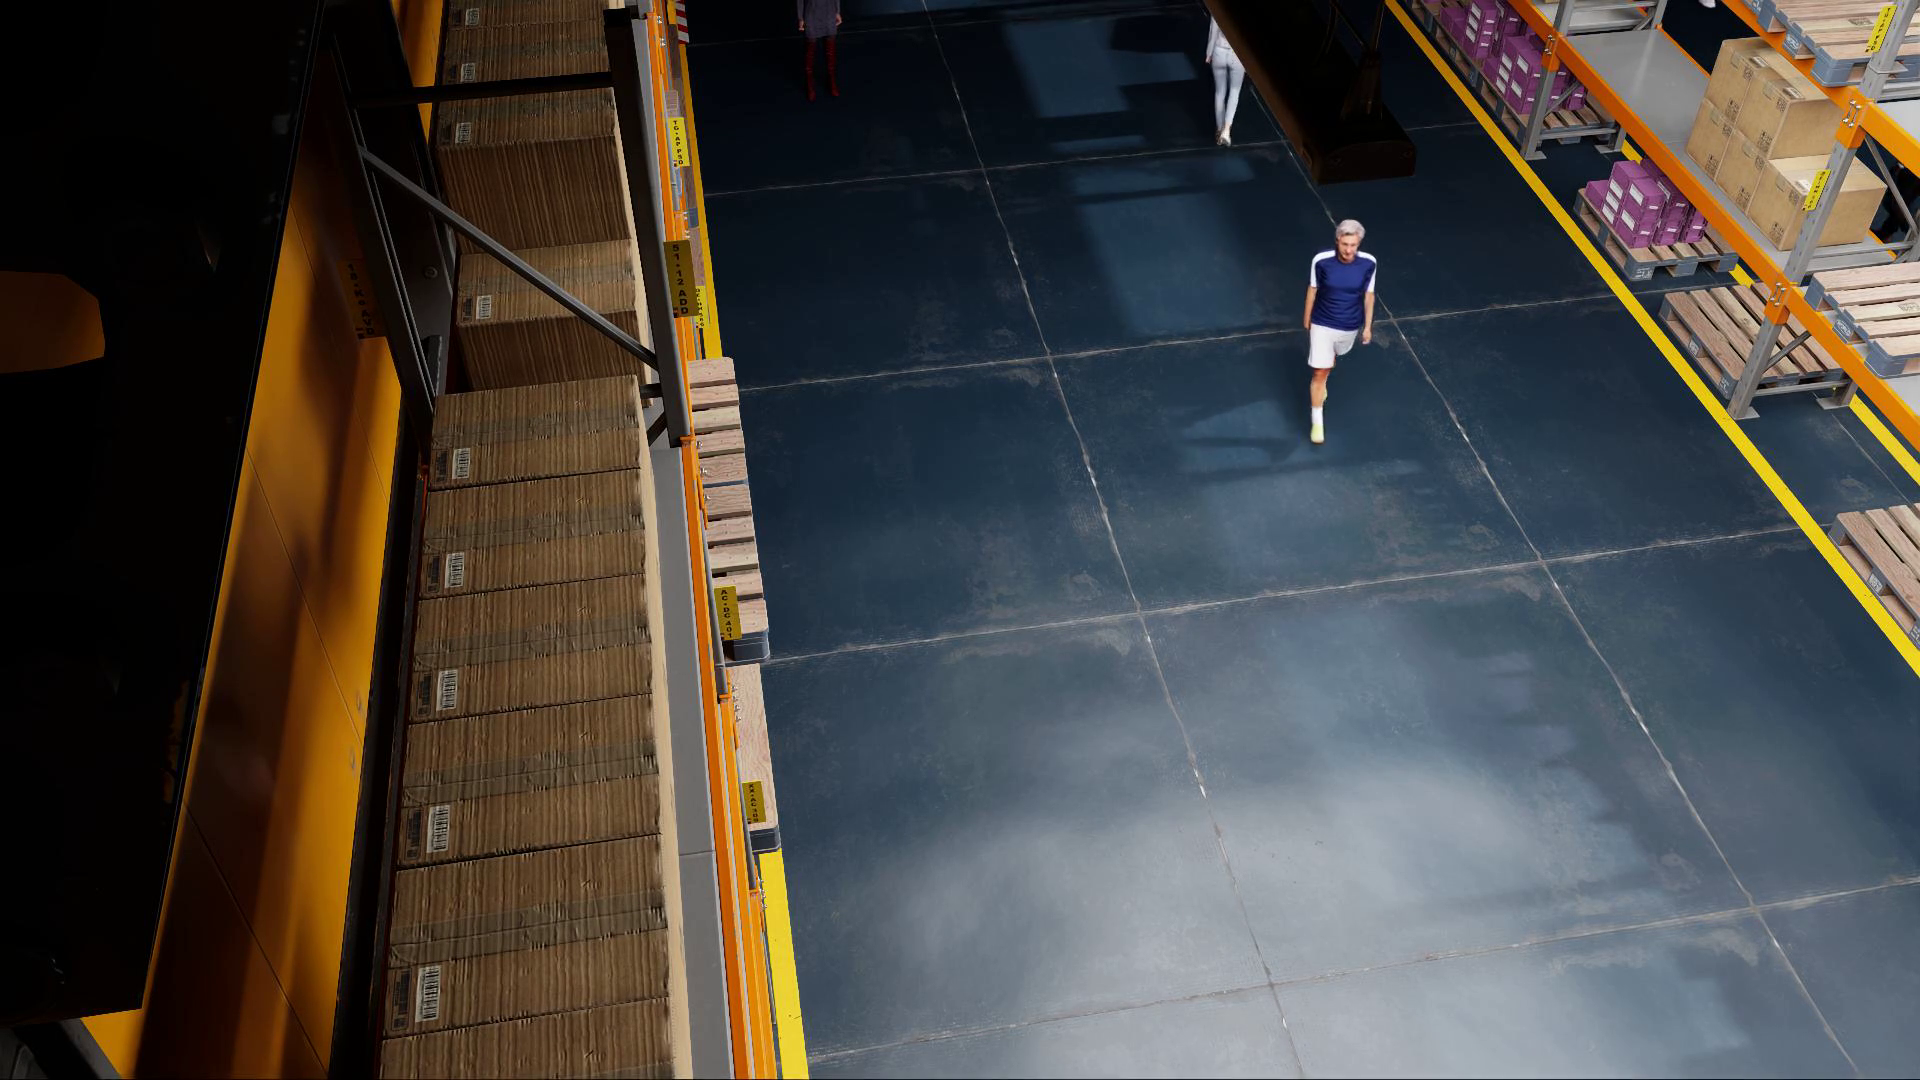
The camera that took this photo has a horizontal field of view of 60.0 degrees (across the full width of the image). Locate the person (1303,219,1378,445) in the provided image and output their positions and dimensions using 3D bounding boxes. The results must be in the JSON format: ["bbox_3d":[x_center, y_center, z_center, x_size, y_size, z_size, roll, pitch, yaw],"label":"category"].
[{"bbox_3d":[2.865,-1.710,12.712,0.795,1.791,1.207,0,44,1],"label":"person"}]

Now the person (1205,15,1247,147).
[{"bbox_3d":[2.514,-4.473,15.620,0.734,1.781,0.900,5,44,5],"label":"person"}]

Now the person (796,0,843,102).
[{"bbox_3d":[-1.390,-5.179,16.413,0.608,1.709,0.529,-11,45,-11],"label":"person"}]
